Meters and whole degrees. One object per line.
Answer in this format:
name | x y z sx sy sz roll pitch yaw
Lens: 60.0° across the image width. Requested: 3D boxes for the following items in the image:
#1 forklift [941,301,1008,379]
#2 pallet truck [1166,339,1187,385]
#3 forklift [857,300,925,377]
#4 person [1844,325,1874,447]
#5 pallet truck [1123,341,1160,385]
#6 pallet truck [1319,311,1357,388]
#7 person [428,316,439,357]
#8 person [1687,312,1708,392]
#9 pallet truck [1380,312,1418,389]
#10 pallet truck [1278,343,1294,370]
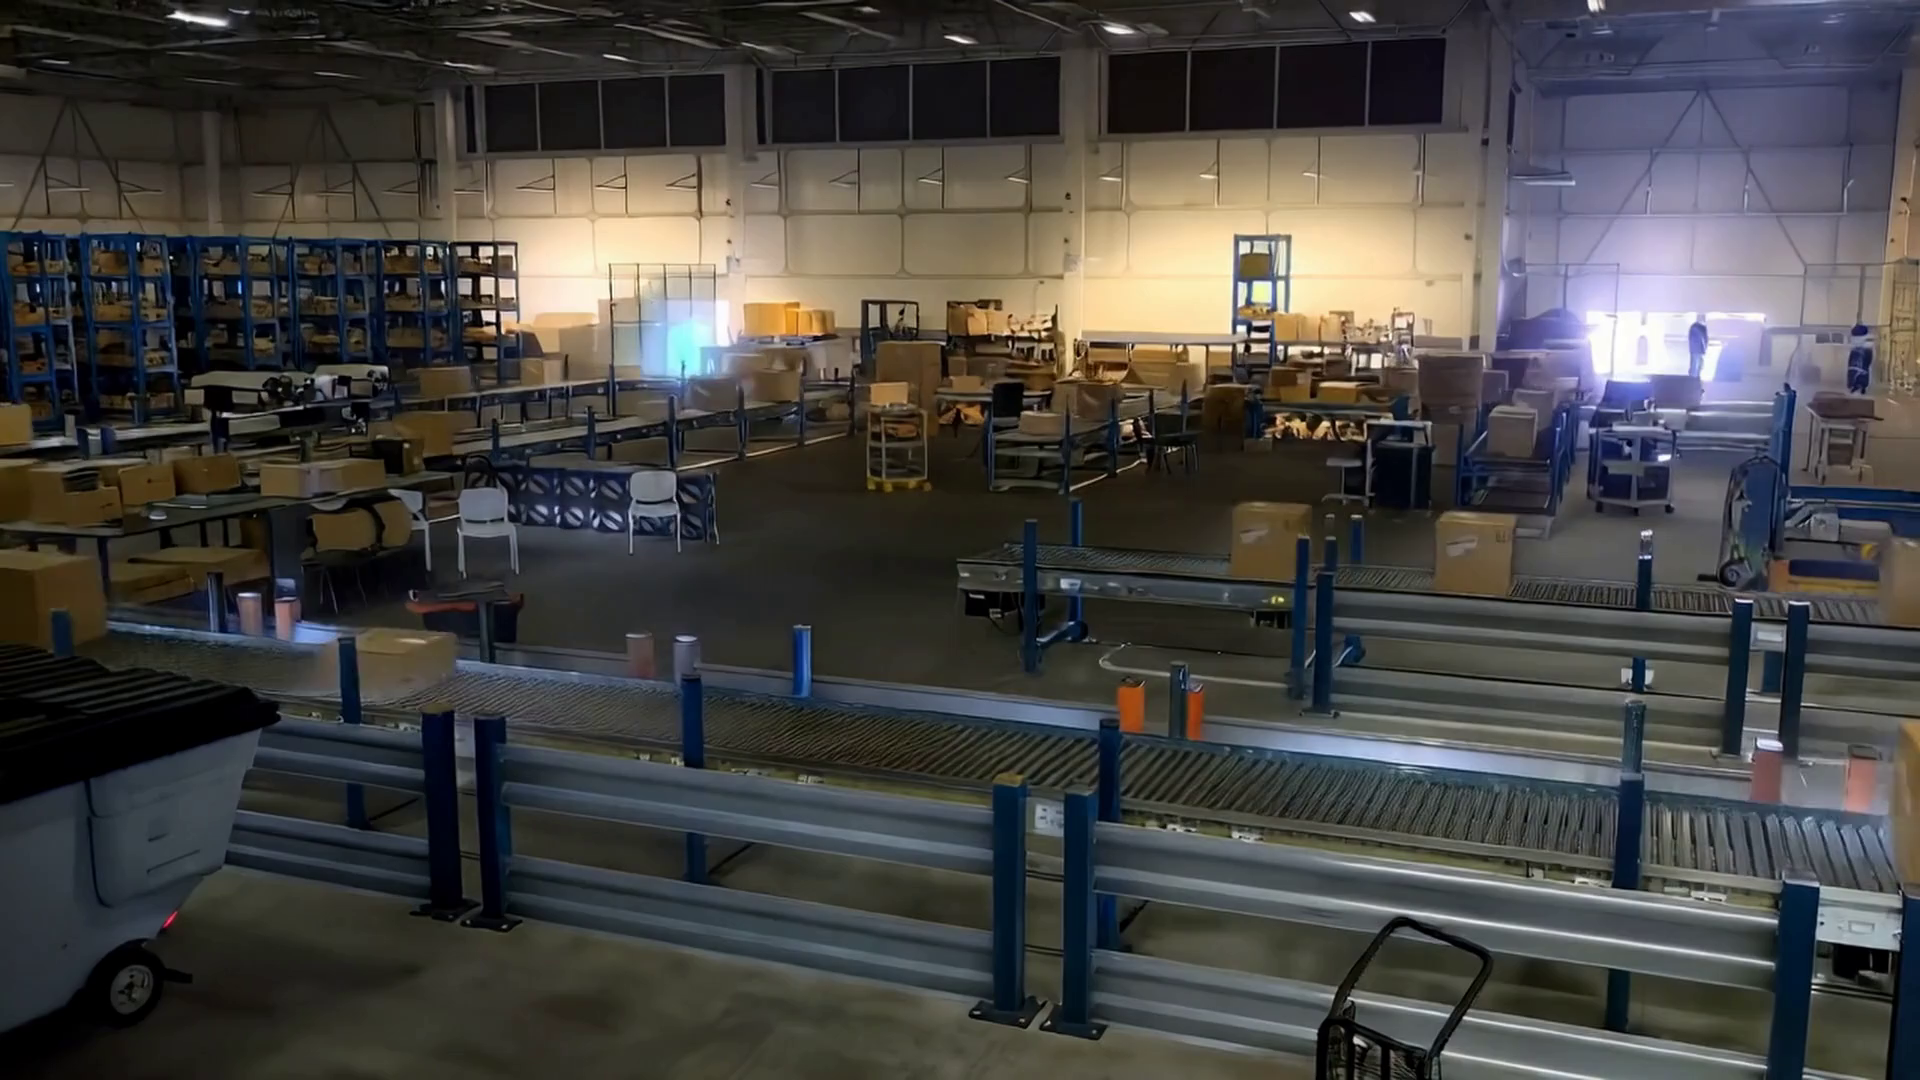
forklift | 0.365 -4.966 41.571 1.157 1.987 2.680 3 10 20
pallet truck | 5.418 -4.269 40.420 0.704 1.261 1.522 3 10 20
forklift | -1.732 -5.109 42.468 1.157 1.987 2.680 4 10 22
person | 15.054 -2.582 27.954 0.605 2.034 0.394 -7 12 -38
pallet truck | 4.445 -4.380 41.279 0.680 1.201 1.601 4 10 22
pallet truck | 9.071 -4.419 39.190 0.823 1.965 1.885 5 10 26
person | -15.202 -5.811 48.081 0.392 1.846 0.564 2 10 10
person | 17.864 -4.542 40.215 0.409 1.908 0.639 0 9 -1
pallet truck | 10.207 -4.283 38.369 0.823 1.965 1.885 3 10 20
pallet truck | 7.886 -4.163 39.743 0.653 1.274 1.630 4 10 22
